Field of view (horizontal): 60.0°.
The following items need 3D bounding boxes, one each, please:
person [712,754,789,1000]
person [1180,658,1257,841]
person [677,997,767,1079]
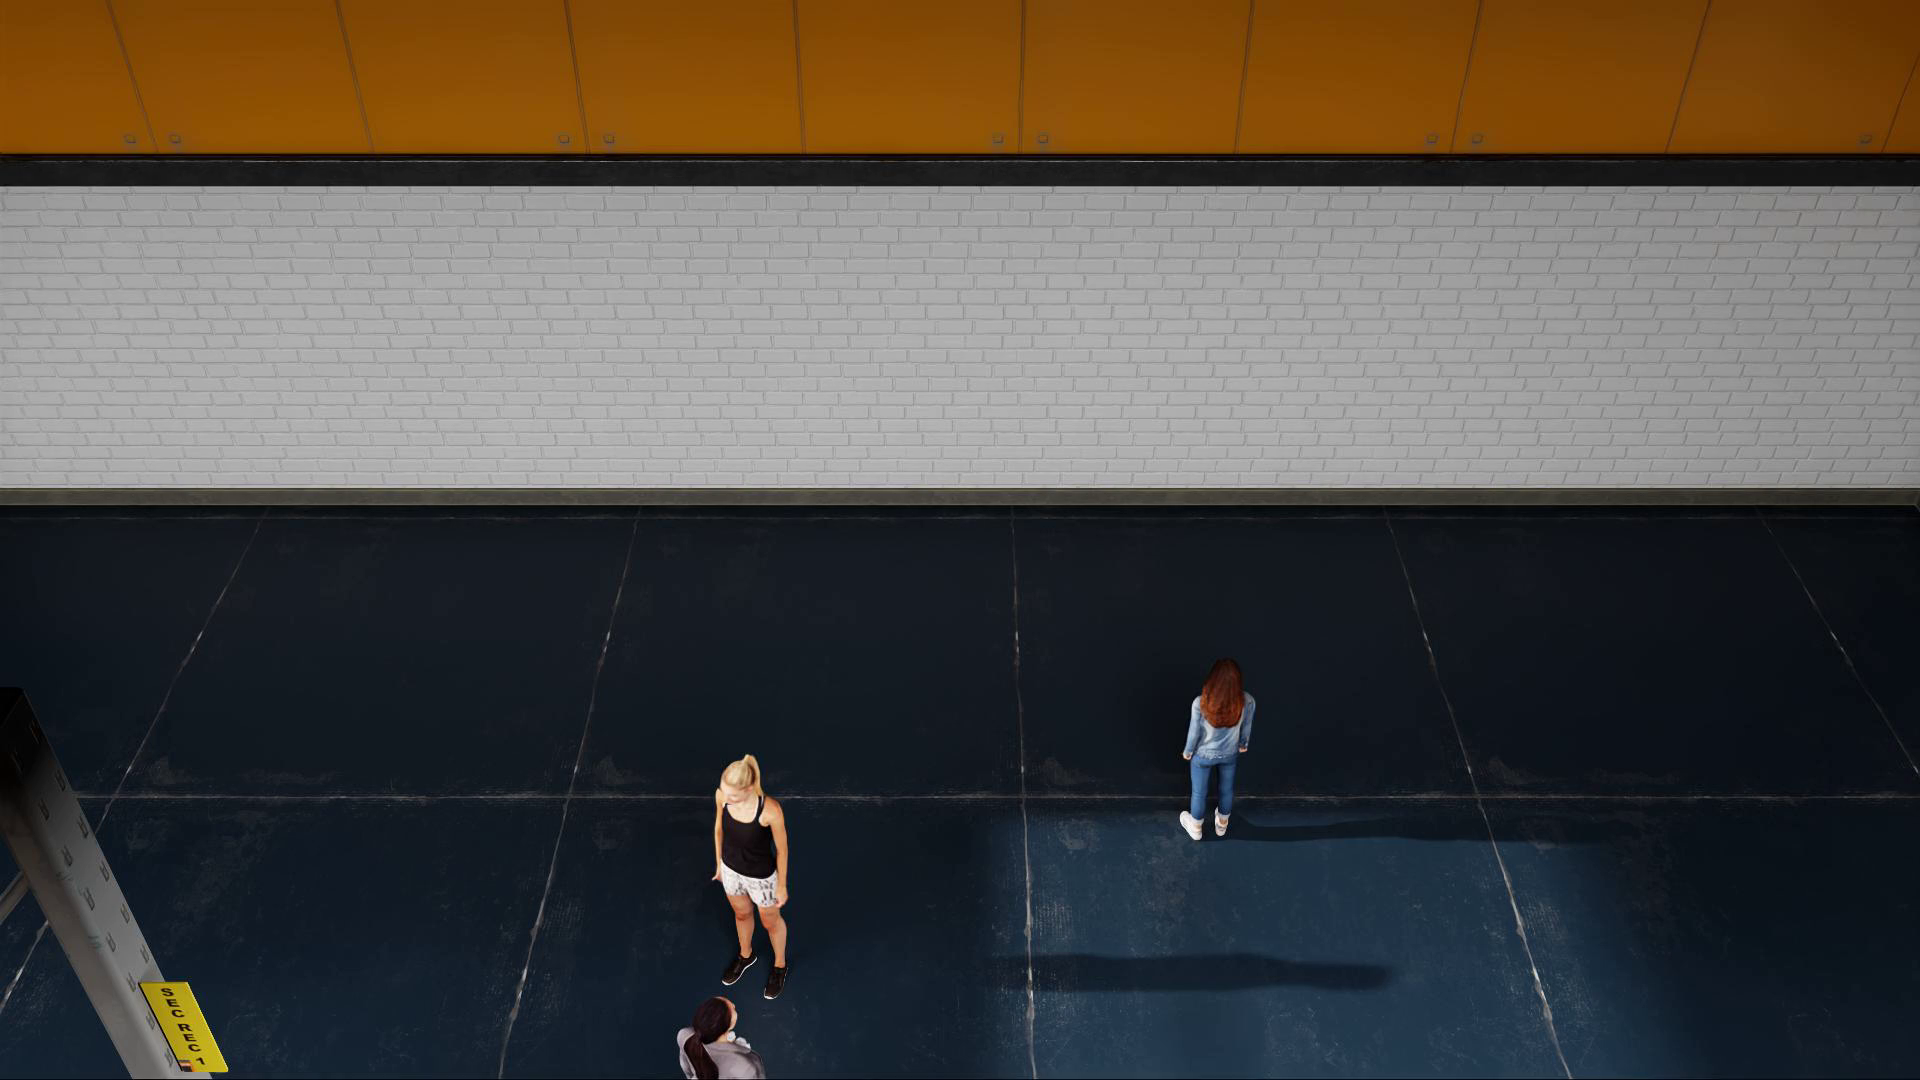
[{"bbox_3d":[-1.160,1.835,9.304,0.688,1.850,0.674,17,42,20],"label":"person"},{"bbox_3d":[1.587,1.291,10.284,0.588,1.477,0.546,-5,39,-7],"label":"person"},{"bbox_3d":[-1.150,2.816,8.213,0.721,1.678,0.747,20,43,23],"label":"person"}]
